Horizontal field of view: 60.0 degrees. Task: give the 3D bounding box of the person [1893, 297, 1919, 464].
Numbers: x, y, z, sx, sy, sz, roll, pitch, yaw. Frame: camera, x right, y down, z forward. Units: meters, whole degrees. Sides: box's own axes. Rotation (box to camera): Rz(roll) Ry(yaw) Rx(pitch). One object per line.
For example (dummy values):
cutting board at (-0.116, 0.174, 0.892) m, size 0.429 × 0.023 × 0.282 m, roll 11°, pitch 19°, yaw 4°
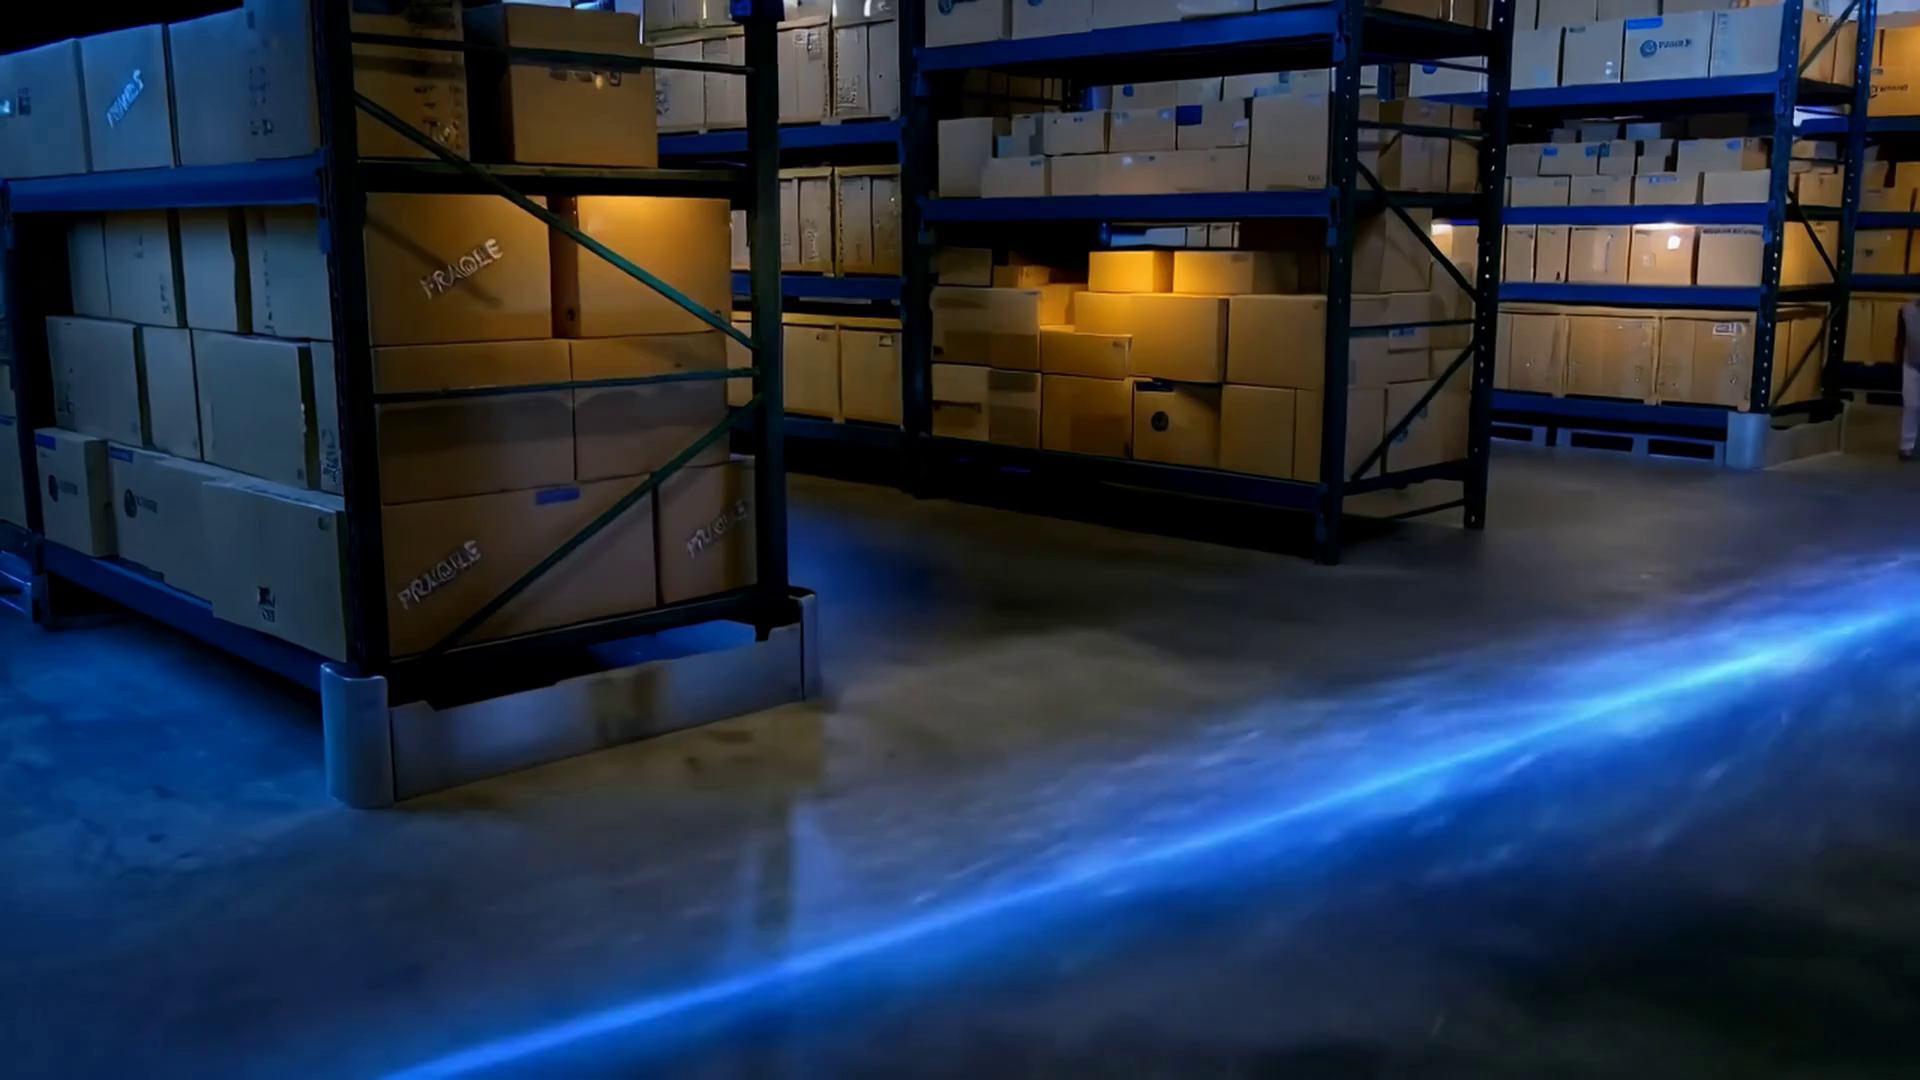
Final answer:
person at (9.092, -1.610, 15.595) m, size 0.640 × 1.790 × 0.957 m, roll 7°, pitch 12°, yaw 33°
